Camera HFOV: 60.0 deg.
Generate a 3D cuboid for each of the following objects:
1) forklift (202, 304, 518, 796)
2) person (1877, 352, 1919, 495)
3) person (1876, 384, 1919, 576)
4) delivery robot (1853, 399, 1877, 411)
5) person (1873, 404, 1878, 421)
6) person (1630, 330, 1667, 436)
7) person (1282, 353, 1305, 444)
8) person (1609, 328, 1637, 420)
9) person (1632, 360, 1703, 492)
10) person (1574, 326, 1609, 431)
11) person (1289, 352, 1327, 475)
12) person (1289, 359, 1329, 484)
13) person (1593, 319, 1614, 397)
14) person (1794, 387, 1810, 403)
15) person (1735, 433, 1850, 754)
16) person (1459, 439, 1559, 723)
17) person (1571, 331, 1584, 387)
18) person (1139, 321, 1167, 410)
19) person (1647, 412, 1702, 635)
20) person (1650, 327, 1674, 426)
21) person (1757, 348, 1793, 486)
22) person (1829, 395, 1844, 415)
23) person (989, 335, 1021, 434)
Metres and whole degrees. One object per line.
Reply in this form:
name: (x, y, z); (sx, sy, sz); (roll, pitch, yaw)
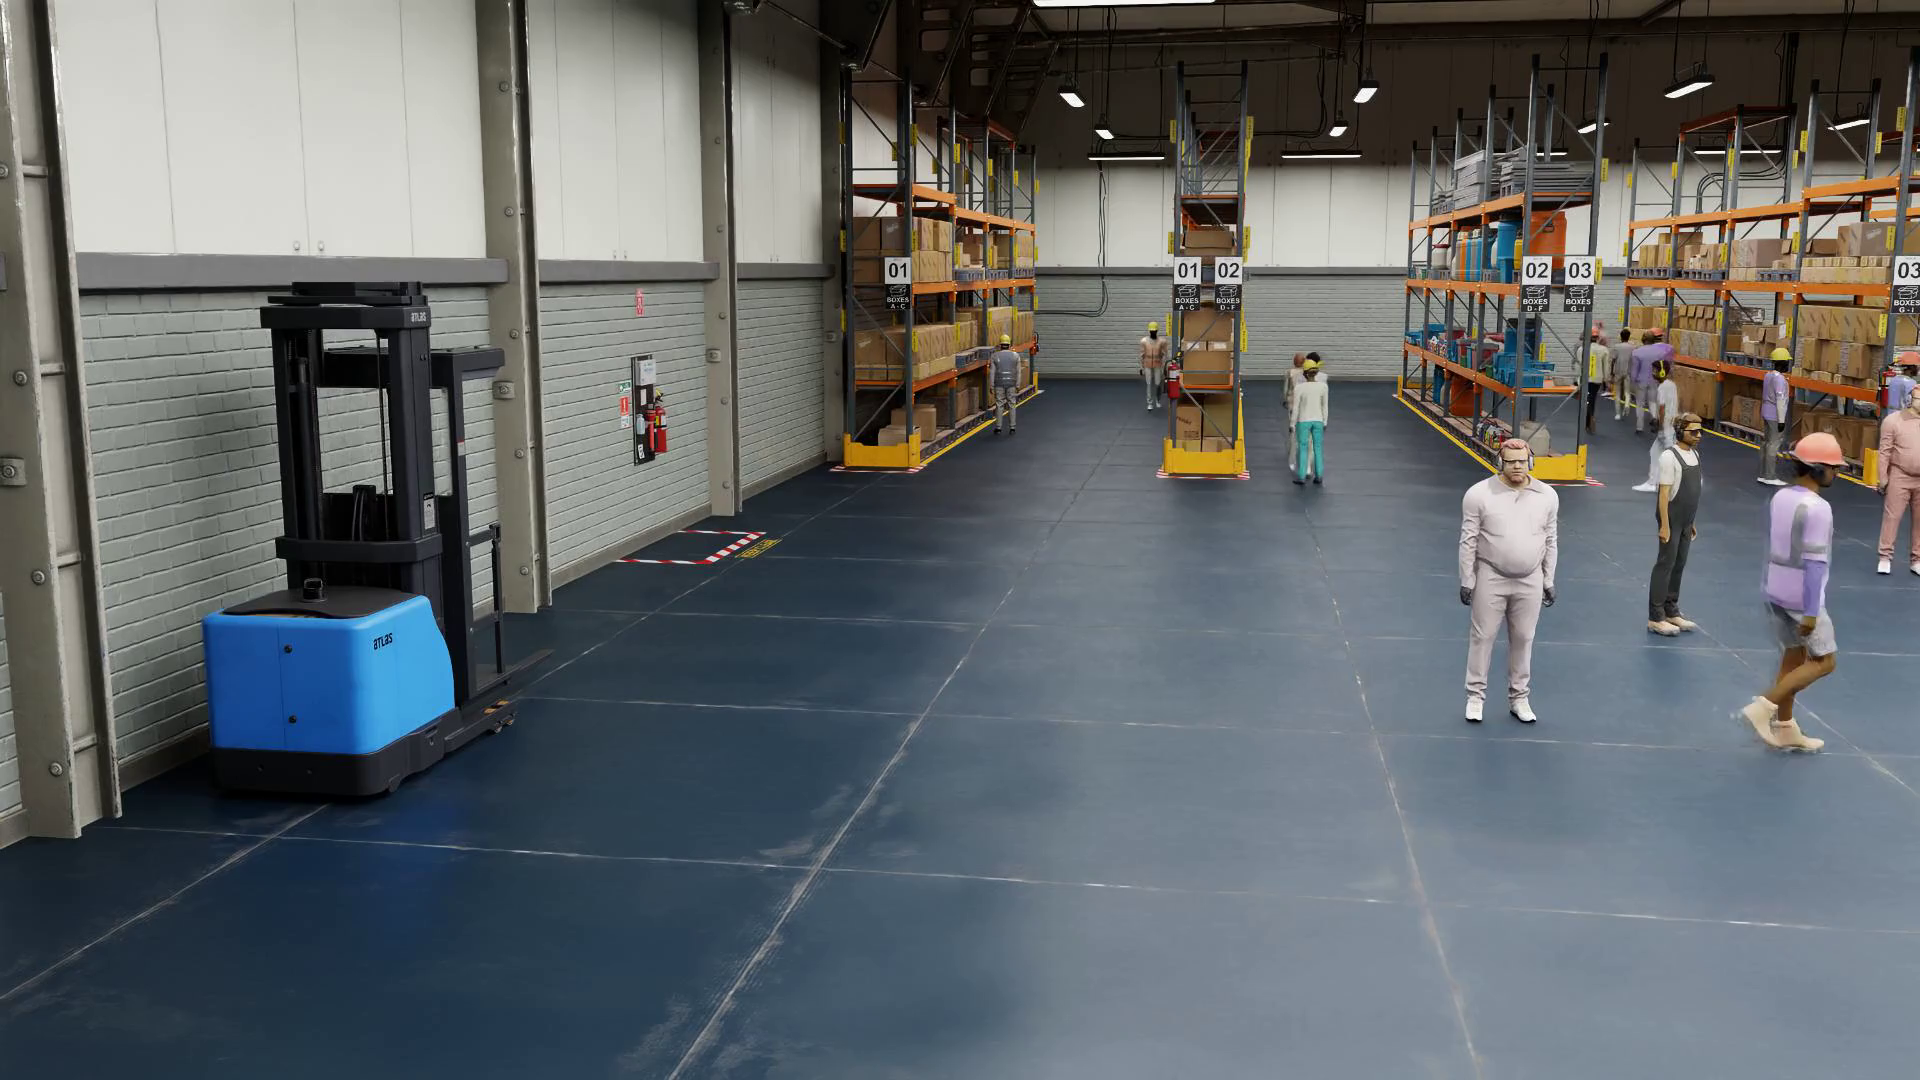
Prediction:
forklift: (-3.673, -0.038, 10.147); (1.129, 2.768, 1.873); (1, 9, 9)
person: (12.645, -1.543, 22.252); (0.434, 1.922, 0.597); (0, 9, 0)
person: (9.434, -0.597, 16.464); (0.652, 1.904, 0.403); (2, 9, 14)
delivery robot: (18.790, -2.877, 34.519); (0.477, 0.478, 0.707); (2, 9, 14)
person: (15.726, -2.372, 28.145); (0.538, 1.674, 0.737); (1, 9, 5)
person: (12.545, -2.863, 30.362); (0.646, 1.929, 0.535); (0, 9, 2)
person: (5.685, -2.327, 27.995); (0.518, 1.625, 0.363); (2, 9, 10)
person: (13.386, -3.337, 33.570); (0.513, 1.850, 0.575); (3, 10, 15)
person: (9.679, -1.539, 22.579); (0.860, 1.823, 0.567); (6, 11, 32)
person: (11.857, -3.019, 31.211); (0.622, 1.972, 0.823); (0, 9, 1)
person: (5.161, -1.881, 24.712); (0.542, 1.798, 0.979); (1, 9, 4)
person: (4.941, -1.668, 23.505); (0.536, 1.766, 0.316); (-2, 9, -12)
person: (15.289, -4.381, 40.009); (1.014, 1.842, 0.663); (4, 10, 23)
person: (18.215, -3.625, 35.975); (0.508, 1.632, 0.271); (3, 10, 15)
person: (5.159, 0.344, 10.300); (0.518, 2.030, 0.607); (0, 9, -1)
person: (3.662, 0.273, 11.096); (0.651, 1.906, 0.403); (0, 9, 2)
person: (14.660, -4.117, 39.077); (0.528, 1.612, 0.535); (0, 9, 1)
person: (4.179, -3.774, 36.020); (0.596, 1.913, 0.410); (2, 9, 11)
person: (5.980, -0.145, 13.862); (0.515, 1.843, 0.326); (-8, 12, -40)
person: (13.611, -3.190, 32.461); (0.576, 1.903, 0.510); (1, 9, 4)
person: (11.491, -1.740, 23.434); (0.361, 1.930, 0.587); (1, 9, 8)
person: (17.450, -3.259, 32.950); (0.617, 1.900, 1.009); (0, 9, -2)
person: (0.828, -2.877, 30.746); (0.600, 1.832, 0.404); (-2, 9, -11)
